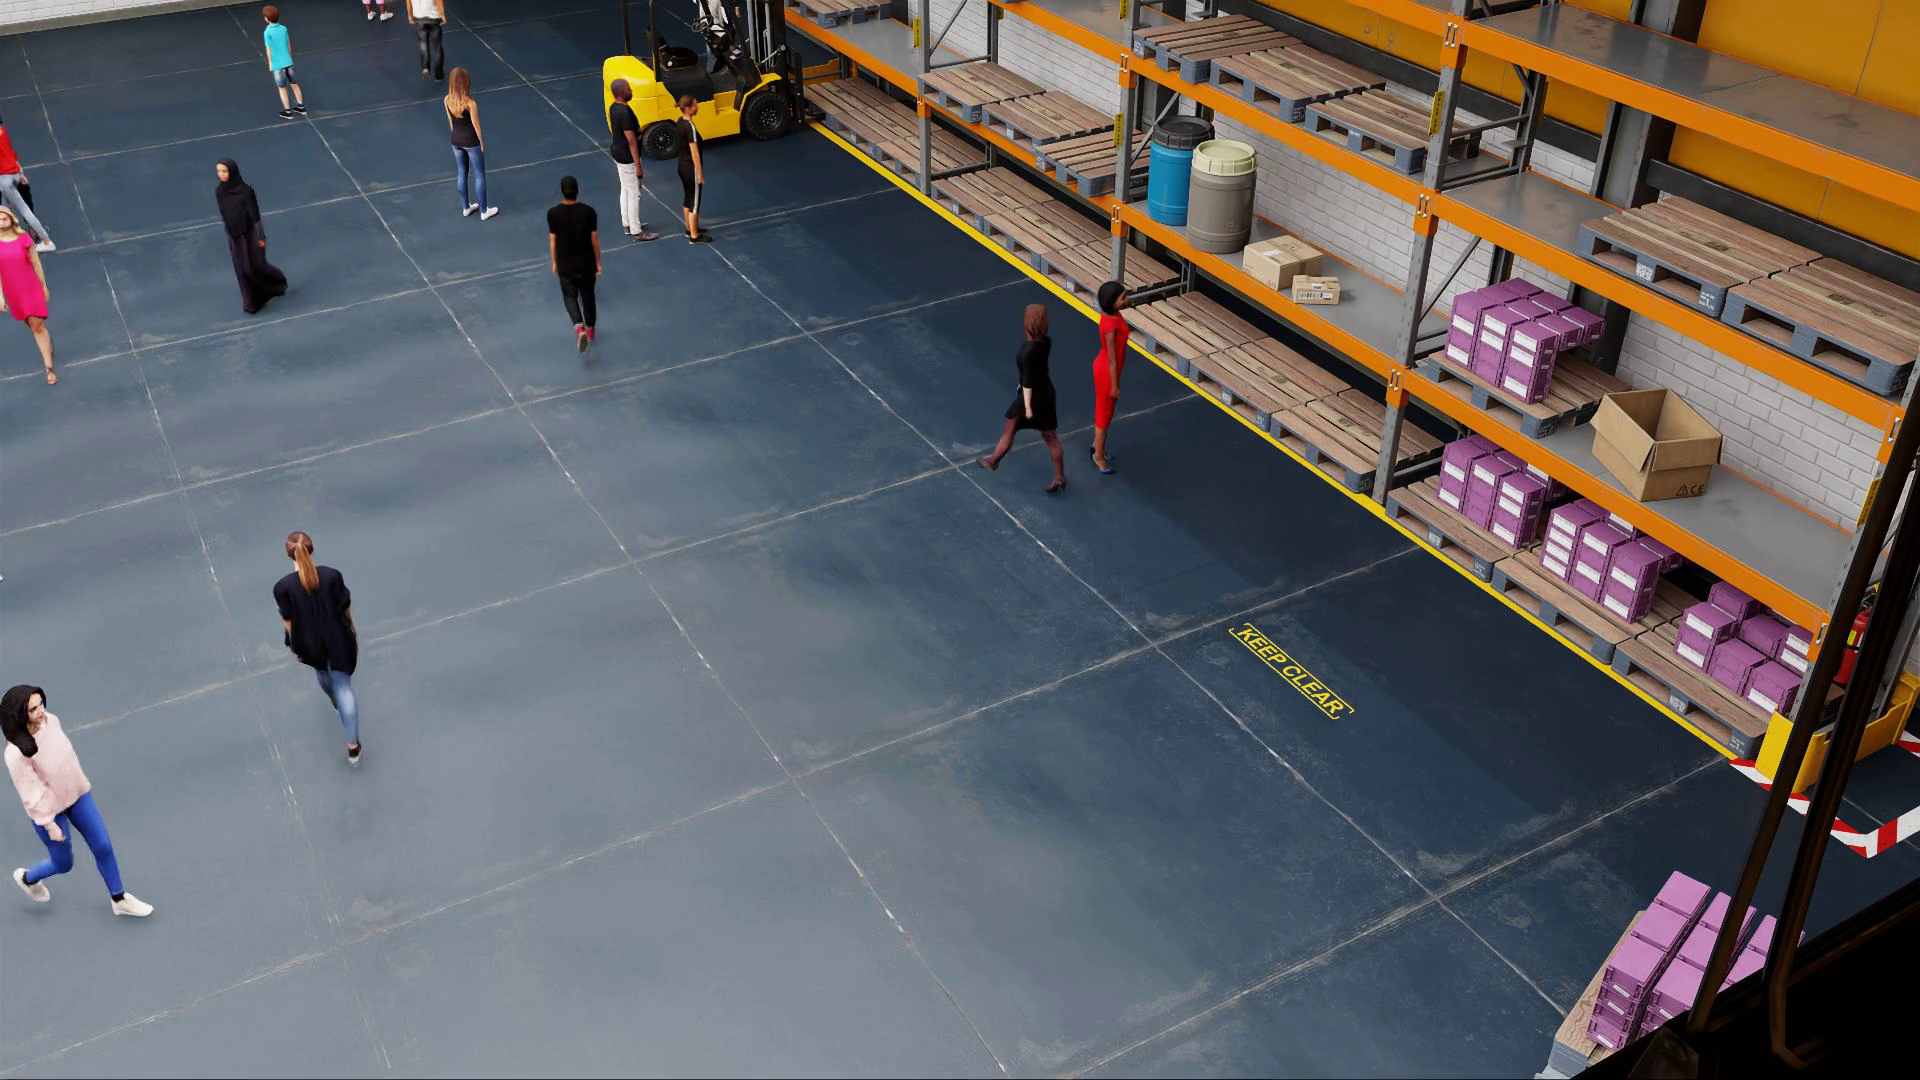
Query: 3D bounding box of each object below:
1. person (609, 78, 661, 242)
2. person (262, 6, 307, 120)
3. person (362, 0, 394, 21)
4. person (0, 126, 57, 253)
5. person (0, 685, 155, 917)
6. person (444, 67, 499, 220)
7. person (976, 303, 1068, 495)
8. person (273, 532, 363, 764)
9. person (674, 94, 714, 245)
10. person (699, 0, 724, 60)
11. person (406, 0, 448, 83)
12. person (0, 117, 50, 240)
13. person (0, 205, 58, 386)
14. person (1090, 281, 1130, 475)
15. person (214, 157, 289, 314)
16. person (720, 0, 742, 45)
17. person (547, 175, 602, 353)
[{"bbox_3d":[-3.676,-4.214,18.395,0.701,1.805,0.522,-17,37,-24],"label":"person"},{"bbox_3d":[-8.903,-6.282,21.830,0.619,1.448,0.591,18,37,24],"label":"person"},{"bbox_3d":[-9.072,-8.855,25.440,0.655,1.736,0.698,5,34,7],"label":"person"},{"bbox_3d":[-10.251,-3.885,18.025,1.086,1.668,1.086,5,34,7],"label":"person"},{"bbox_3d":[-5.360,1.565,9.754,1.124,1.747,1.064,8,34,12],"label":"person"},{"bbox_3d":[-5.620,-4.515,18.923,0.638,1.722,0.712,12,35,17],"label":"person"},{"bbox_3d":[0.719,-1.135,13.901,1.157,1.653,0.907,18,38,25],"label":"person"},{"bbox_3d":[-4.228,0.738,11.098,0.721,1.636,1.147,-13,36,-18],"label":"person"},{"bbox_3d":[-2.982,-4.102,18.350,0.652,1.668,0.473,-15,36,-21],"label":"person"},{"bbox_3d":[-3.470,-7.154,23.260,0.548,1.316,0.589,-1,34,-2],"label":"person"},{"bbox_3d":[-7.345,-7.144,22.817,0.838,1.790,0.927,-1,34,-2],"label":"person"},{"bbox_3d":[-10.606,-4.085,18.190,0.885,1.817,0.942,7,34,11],"label":"person"},{"bbox_3d":[-8.851,-2.370,15.733,0.750,1.682,1.108,-9,35,-13],"label":"person"},{"bbox_3d":[1.263,-1.400,14.218,0.706,1.743,0.617,4,34,6],"label":"person"},{"bbox_3d":[-7.246,-3.141,16.957,0.856,1.611,0.918,8,34,12],"label":"person"},{"bbox_3d":[-3.293,-7.587,23.563,0.653,1.702,0.467,-19,38,-27],"label":"person"},{"bbox_3d":[-3.707,-2.647,16.093,0.771,1.744,1.010,-9,35,-13],"label":"person"}]
